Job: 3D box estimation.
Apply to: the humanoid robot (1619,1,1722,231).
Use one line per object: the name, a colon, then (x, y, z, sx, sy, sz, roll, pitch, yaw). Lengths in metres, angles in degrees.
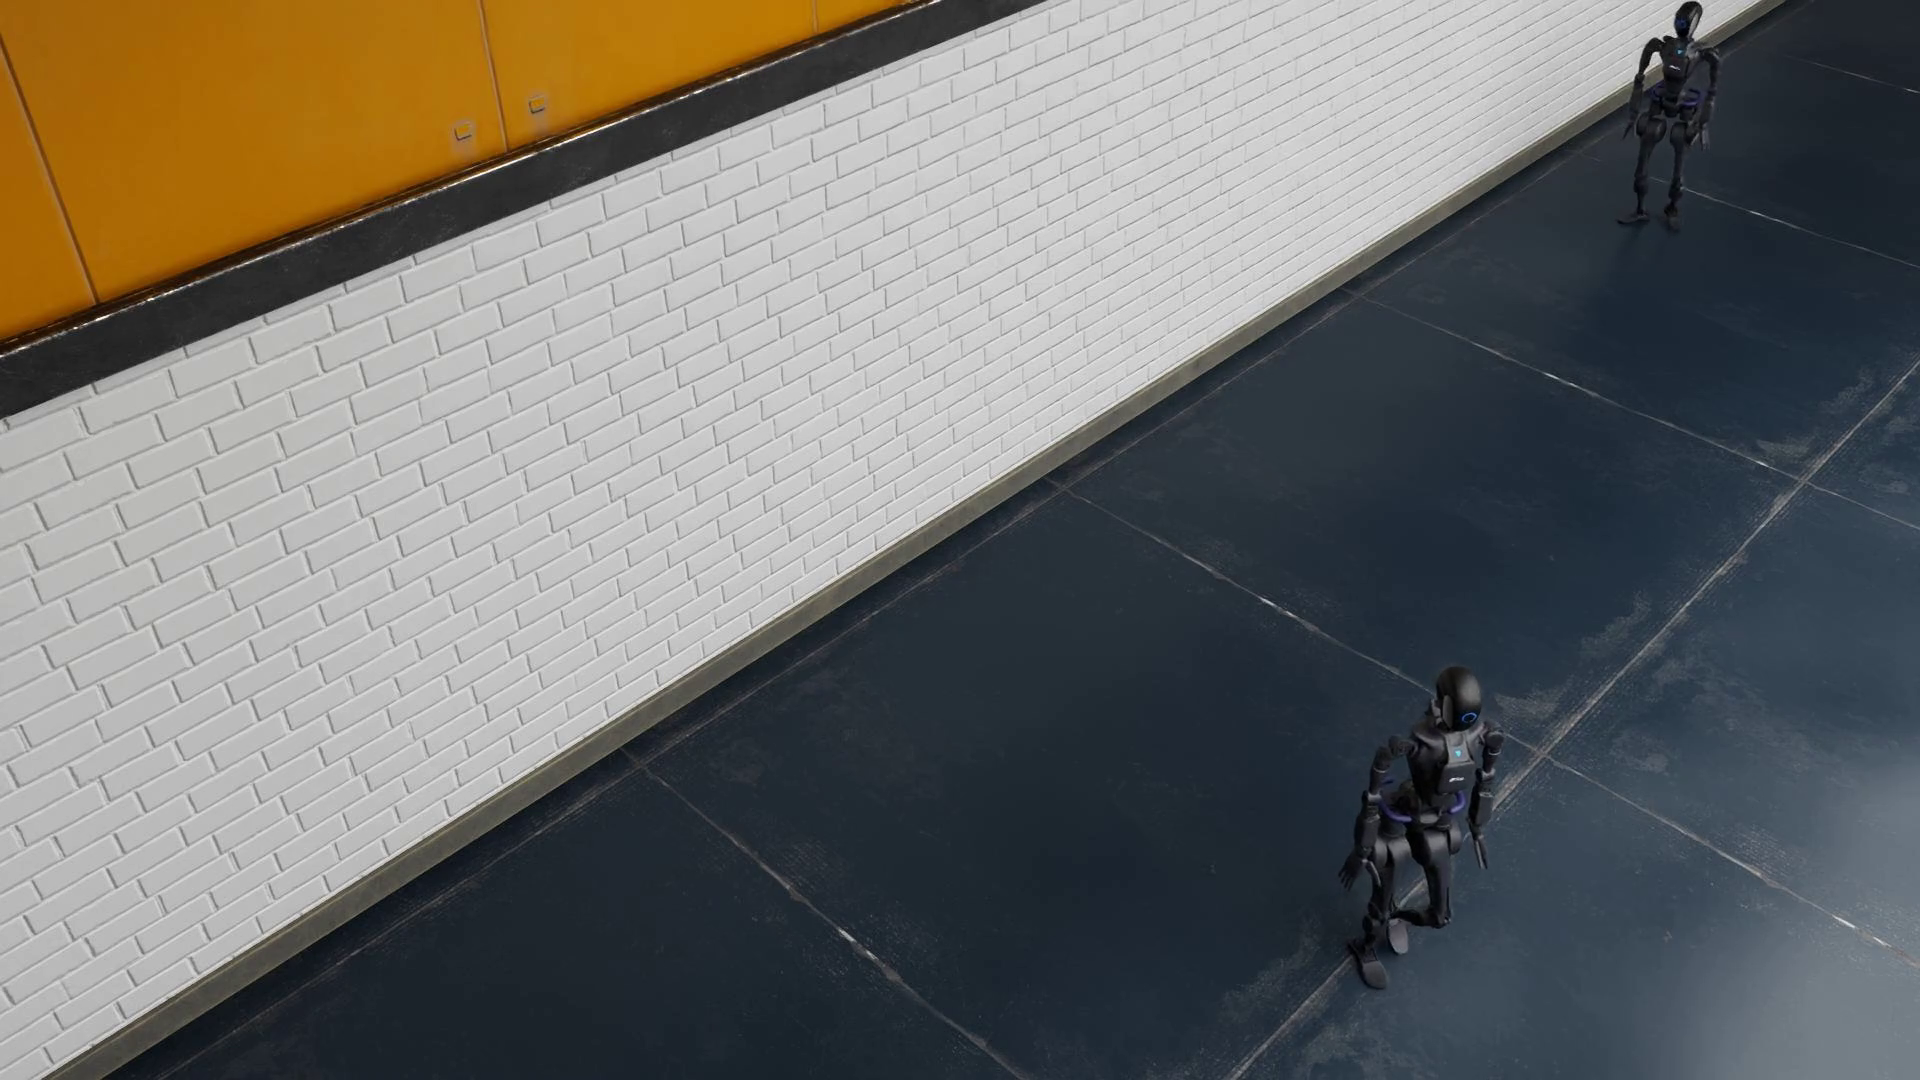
humanoid robot: (4.899, -2.910, 11.429, 0.598, 1.636, 0.423, 22, 44, 25)

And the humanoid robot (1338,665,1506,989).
humanoid robot: (1.752, 1.107, 6.403, 0.602, 1.643, 0.370, -10, 40, -12)
